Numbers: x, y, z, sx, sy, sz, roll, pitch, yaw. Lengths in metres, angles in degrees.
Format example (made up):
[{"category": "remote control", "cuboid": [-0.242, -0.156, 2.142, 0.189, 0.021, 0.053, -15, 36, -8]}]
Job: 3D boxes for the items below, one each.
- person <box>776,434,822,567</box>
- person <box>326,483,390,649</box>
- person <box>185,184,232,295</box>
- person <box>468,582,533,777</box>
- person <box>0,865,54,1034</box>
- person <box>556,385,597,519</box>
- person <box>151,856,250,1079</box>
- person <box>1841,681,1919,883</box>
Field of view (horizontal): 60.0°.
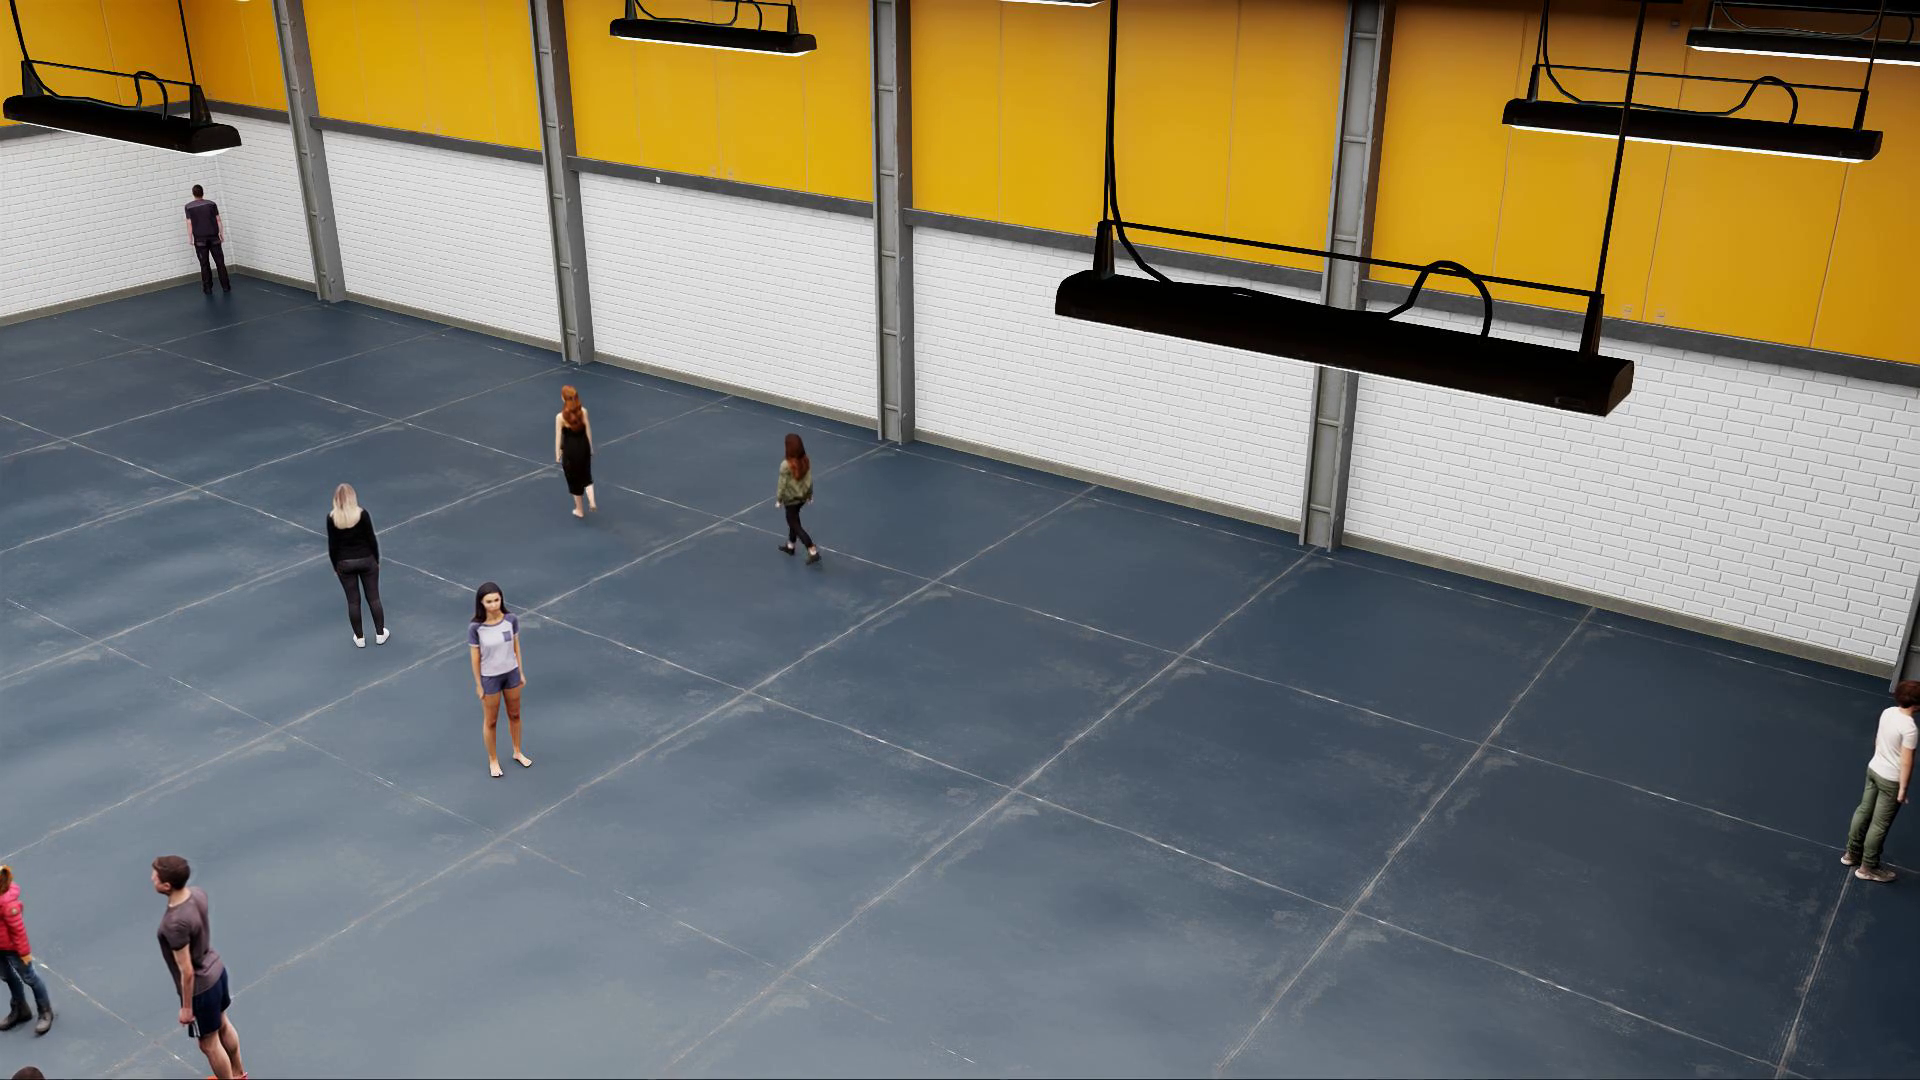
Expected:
[{"category": "person", "cuboid": [-1.739, -0.418, 18.048, 0.921, 1.452, 0.569, 15, 28, 31]}, {"category": "person", "cuboid": [-5.895, 0.248, 16.232, 0.690, 1.685, 0.731, -7, 24, -15]}, {"category": "person", "cuboid": [-12.848, -5.146, 28.374, 0.800, 1.845, 0.766, -12, 26, -26]}, {"category": "person", "cuboid": [-3.907, 1.156, 14.096, 0.644, 1.734, 0.614, -16, 28, -33]}, {"category": "person", "cuboid": [-6.326, 2.690, 11.113, 0.504, 1.310, 0.612, 11, 26, 24]}, {"category": "person", "cuboid": [-4.384, -0.989, 19.146, 0.694, 1.618, 0.757, -17, 29, -34]}, {"category": "person", "cuboid": [-4.708, 2.748, 10.306, 0.772, 1.851, 0.722, -3, 24, -8]}, {"category": "person", "cuboid": [7.084, 1.811, 12.696, 0.701, 1.654, 0.663, 0, 24, -1]}]
